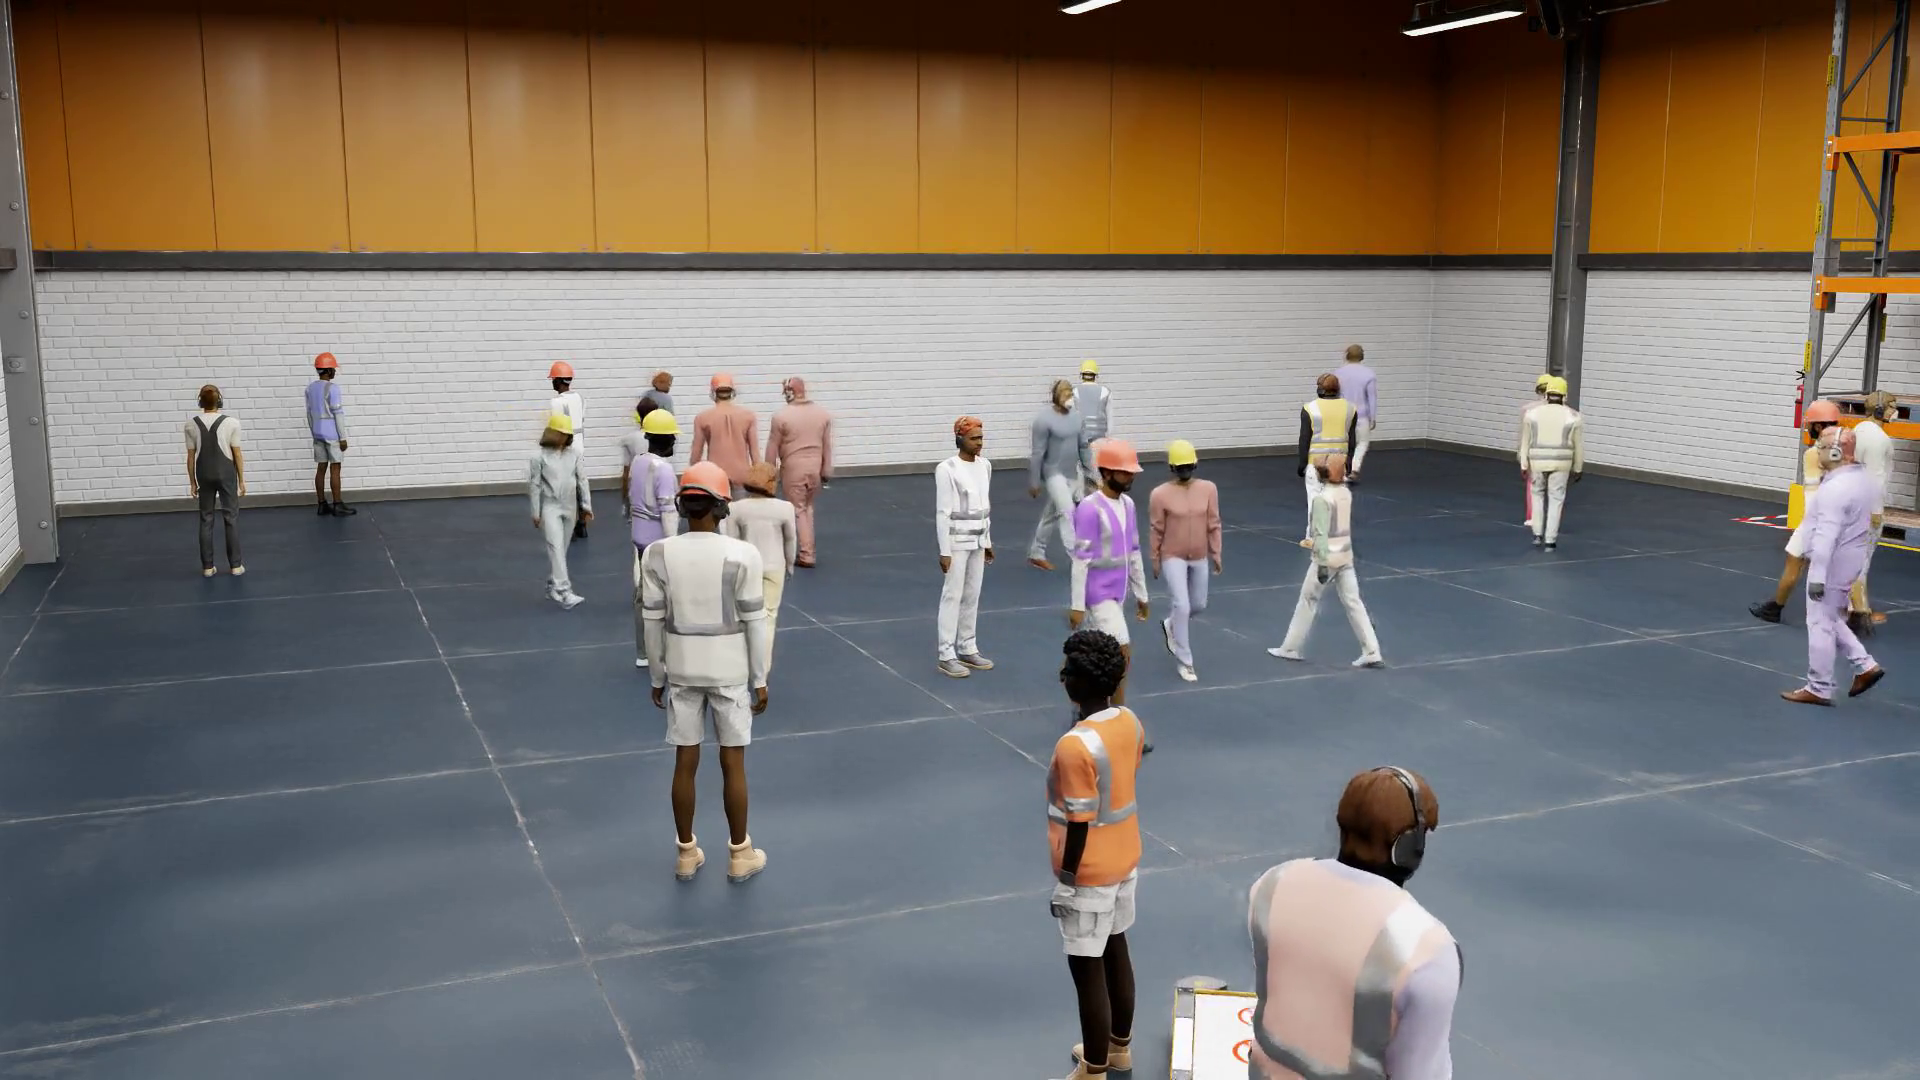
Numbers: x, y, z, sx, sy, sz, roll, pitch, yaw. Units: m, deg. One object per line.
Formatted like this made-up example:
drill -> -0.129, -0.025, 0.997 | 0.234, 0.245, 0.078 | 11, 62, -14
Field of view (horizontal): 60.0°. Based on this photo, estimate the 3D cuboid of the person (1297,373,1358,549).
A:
person -> 3.822, -0.821, 17.408 | 0.633, 1.846, 0.429 | -2, 10, -12

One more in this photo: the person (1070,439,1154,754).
person -> 0.998, 0.348, 10.108 | 0.750, 1.912, 0.580 | 6, 11, 34

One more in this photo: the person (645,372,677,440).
person -> -3.867, -1.355, 21.392 | 0.603, 1.600, 0.325 | 7, 12, 36

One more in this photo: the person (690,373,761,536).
person -> -2.268, -0.633, 15.988 | 0.647, 1.925, 1.067 | -4, 10, -22

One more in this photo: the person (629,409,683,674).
person -> -2.195, 0.009, 12.134 | 0.388, 1.926, 0.590 | -6, 11, -34

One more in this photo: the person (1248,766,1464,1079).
person -> 0.967, 1.414, 4.032 | 0.972, 1.778, 0.647 | -7, 12, -37

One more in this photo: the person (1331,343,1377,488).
person -> 5.247, -1.653, 22.192 | 0.654, 1.926, 0.428 | 5, 11, 29

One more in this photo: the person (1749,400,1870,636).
person -> 6.990, -0.188, 13.481 | 0.562, 1.885, 1.013 | -4, 10, -22

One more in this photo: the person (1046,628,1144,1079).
person -> 0.468, 1.153, 5.897 | 0.316, 1.695, 0.542 | 5, 11, 27

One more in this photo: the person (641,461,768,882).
person -> -1.209, 0.637, 8.003 | 0.605, 2.035, 0.385 | 1, 9, 8

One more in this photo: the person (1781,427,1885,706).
person -> 5.877, 0.188, 11.132 | 0.489, 1.893, 0.665 | 9, 13, 44

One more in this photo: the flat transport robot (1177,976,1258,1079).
flat transport robot -> 1.054, 1.893, 5.724 | 0.652, 0.197, 1.431 | 1, 9, 9

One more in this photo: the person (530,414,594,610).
person -> -3.434, -0.246, 14.421 | 0.483, 1.684, 0.898 | -9, 13, -43

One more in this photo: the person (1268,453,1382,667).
person -> 2.759, 0.146, 12.315 | 0.872, 1.593, 0.540 | 8, 12, 39

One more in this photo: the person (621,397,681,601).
person -> -2.717, -0.342, 14.612 | 0.545, 1.825, 0.925 | 0, 9, -2

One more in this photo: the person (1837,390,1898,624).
person -> 7.562, -0.284, 13.872 | 0.377, 1.940, 0.629 | 2, 10, 14

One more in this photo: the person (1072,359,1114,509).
person -> 1.569, -1.290, 20.291 | 0.601, 1.830, 0.403 | 0, 9, -1

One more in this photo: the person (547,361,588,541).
person -> -4.247, -0.951, 17.911 | 0.364, 1.939, 0.542 | 4, 10, 20

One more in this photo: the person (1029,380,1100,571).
person -> 0.994, -0.582, 15.862 | 1.037, 1.885, 0.638 | 9, 13, 42

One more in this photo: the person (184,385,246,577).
person -> -7.094, -0.560, 15.871 | 0.501, 1.839, 0.341 | -2, 9, -9

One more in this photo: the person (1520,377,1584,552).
person -> 6.189, -0.797, 17.357 | 0.616, 1.809, 0.618 | 5, 10, 26

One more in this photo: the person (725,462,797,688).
person -> -1.417, 0.232, 11.844 | 0.502, 1.570, 0.917 | 0, 9, -1

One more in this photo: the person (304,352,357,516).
person -> -7.474, -1.248, 19.712 | 0.542, 1.939, 0.363 | 5, 11, 28

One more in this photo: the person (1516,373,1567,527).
person -> 6.546, -0.995, 18.734 | 0.534, 1.761, 0.438 | 2, 10, 10

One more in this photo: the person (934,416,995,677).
person -> 0.040, 0.039, 12.077 | 0.338, 1.882, 0.582 | 7, 12, 37

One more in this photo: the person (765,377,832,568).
person -> -1.640, -0.673, 16.443 | 0.636, 1.872, 0.716 | -8, 12, -39

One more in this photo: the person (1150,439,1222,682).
person -> 1.594, 0.113, 12.070 | 0.530, 1.735, 0.691 | -3, 10, -17
